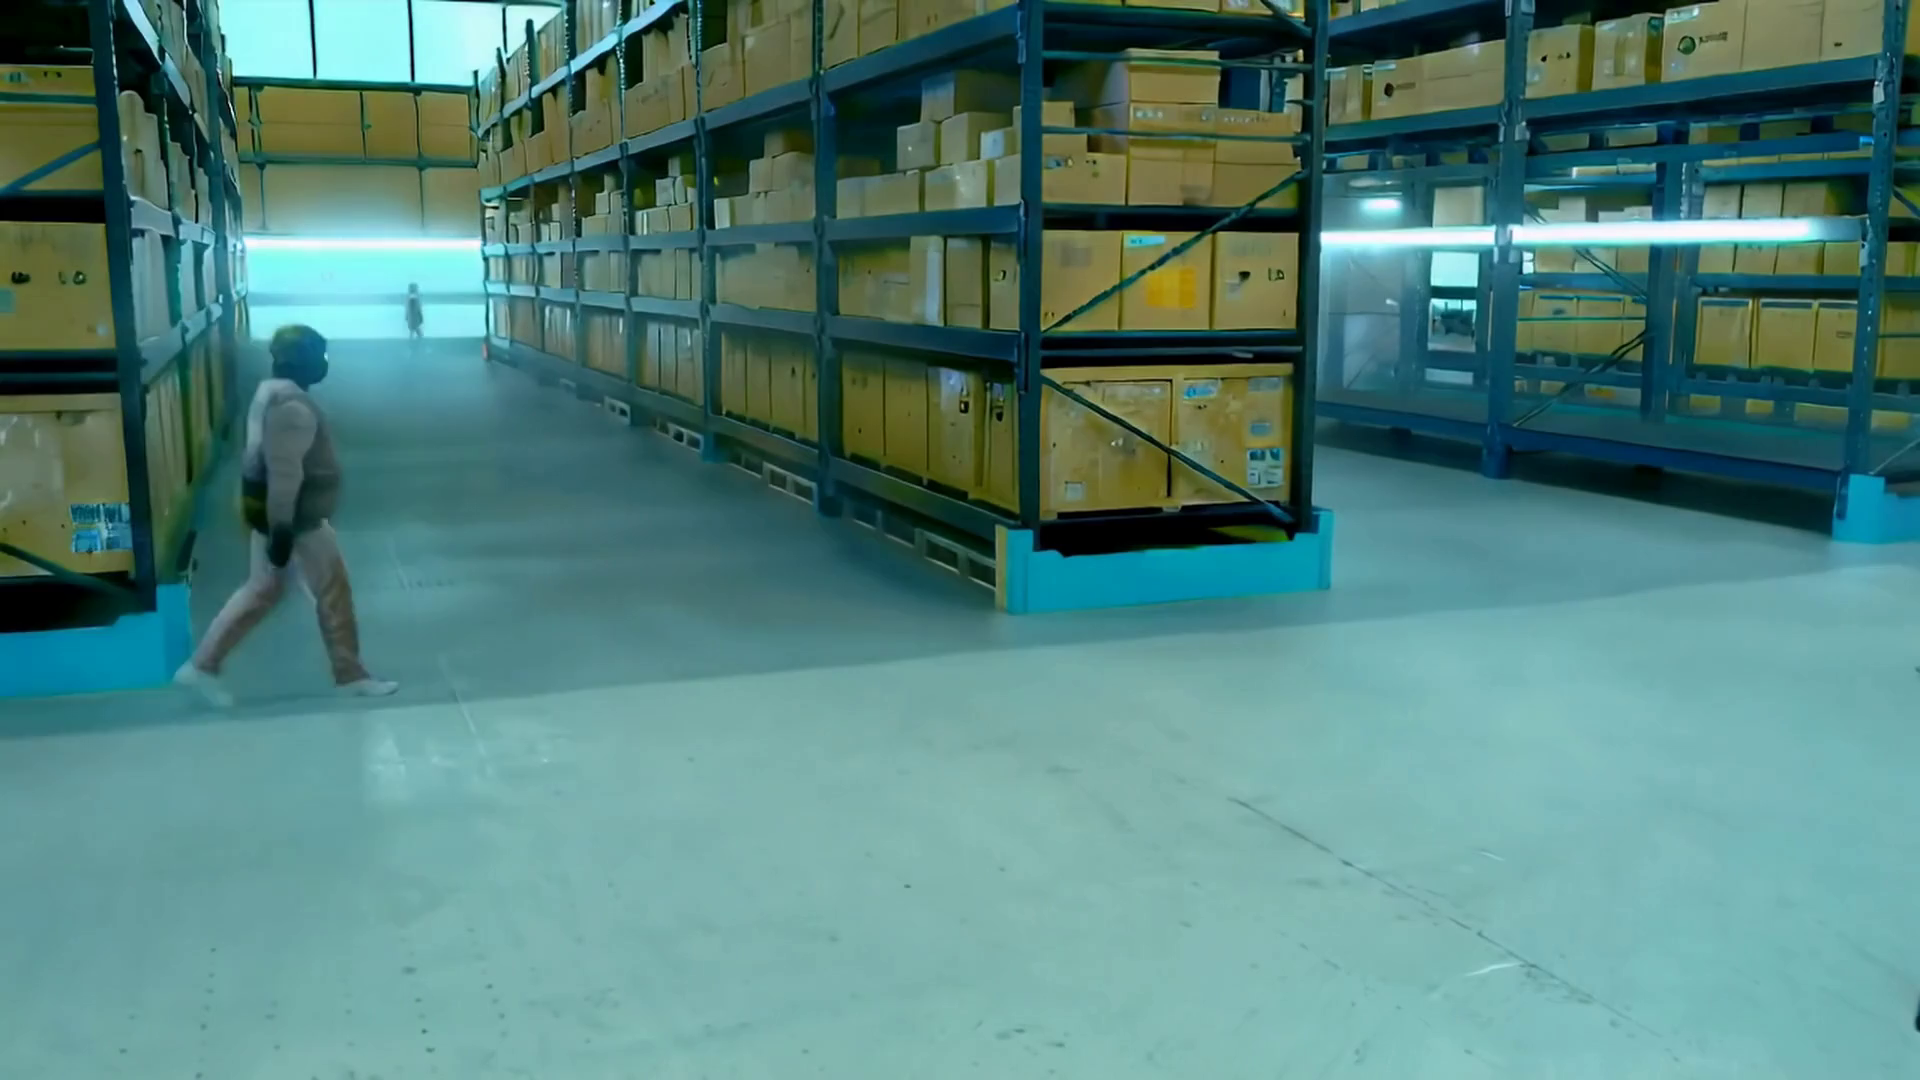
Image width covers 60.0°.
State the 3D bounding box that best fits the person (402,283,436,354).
[{"bbox_3d":[-12.333,-5.027,37.780,0.864,1.590,0.542,-8,12,-38],"label":"person"}]

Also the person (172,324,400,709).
[{"bbox_3d":[-3.193,-0.099,7.718,0.947,1.805,0.636,-5,11,-28],"label":"person"}]

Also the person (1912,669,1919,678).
[{"bbox_3d":[4.962,-0.202,8.004,0.395,1.904,0.665,-2,10,-14],"label":"person"}]
